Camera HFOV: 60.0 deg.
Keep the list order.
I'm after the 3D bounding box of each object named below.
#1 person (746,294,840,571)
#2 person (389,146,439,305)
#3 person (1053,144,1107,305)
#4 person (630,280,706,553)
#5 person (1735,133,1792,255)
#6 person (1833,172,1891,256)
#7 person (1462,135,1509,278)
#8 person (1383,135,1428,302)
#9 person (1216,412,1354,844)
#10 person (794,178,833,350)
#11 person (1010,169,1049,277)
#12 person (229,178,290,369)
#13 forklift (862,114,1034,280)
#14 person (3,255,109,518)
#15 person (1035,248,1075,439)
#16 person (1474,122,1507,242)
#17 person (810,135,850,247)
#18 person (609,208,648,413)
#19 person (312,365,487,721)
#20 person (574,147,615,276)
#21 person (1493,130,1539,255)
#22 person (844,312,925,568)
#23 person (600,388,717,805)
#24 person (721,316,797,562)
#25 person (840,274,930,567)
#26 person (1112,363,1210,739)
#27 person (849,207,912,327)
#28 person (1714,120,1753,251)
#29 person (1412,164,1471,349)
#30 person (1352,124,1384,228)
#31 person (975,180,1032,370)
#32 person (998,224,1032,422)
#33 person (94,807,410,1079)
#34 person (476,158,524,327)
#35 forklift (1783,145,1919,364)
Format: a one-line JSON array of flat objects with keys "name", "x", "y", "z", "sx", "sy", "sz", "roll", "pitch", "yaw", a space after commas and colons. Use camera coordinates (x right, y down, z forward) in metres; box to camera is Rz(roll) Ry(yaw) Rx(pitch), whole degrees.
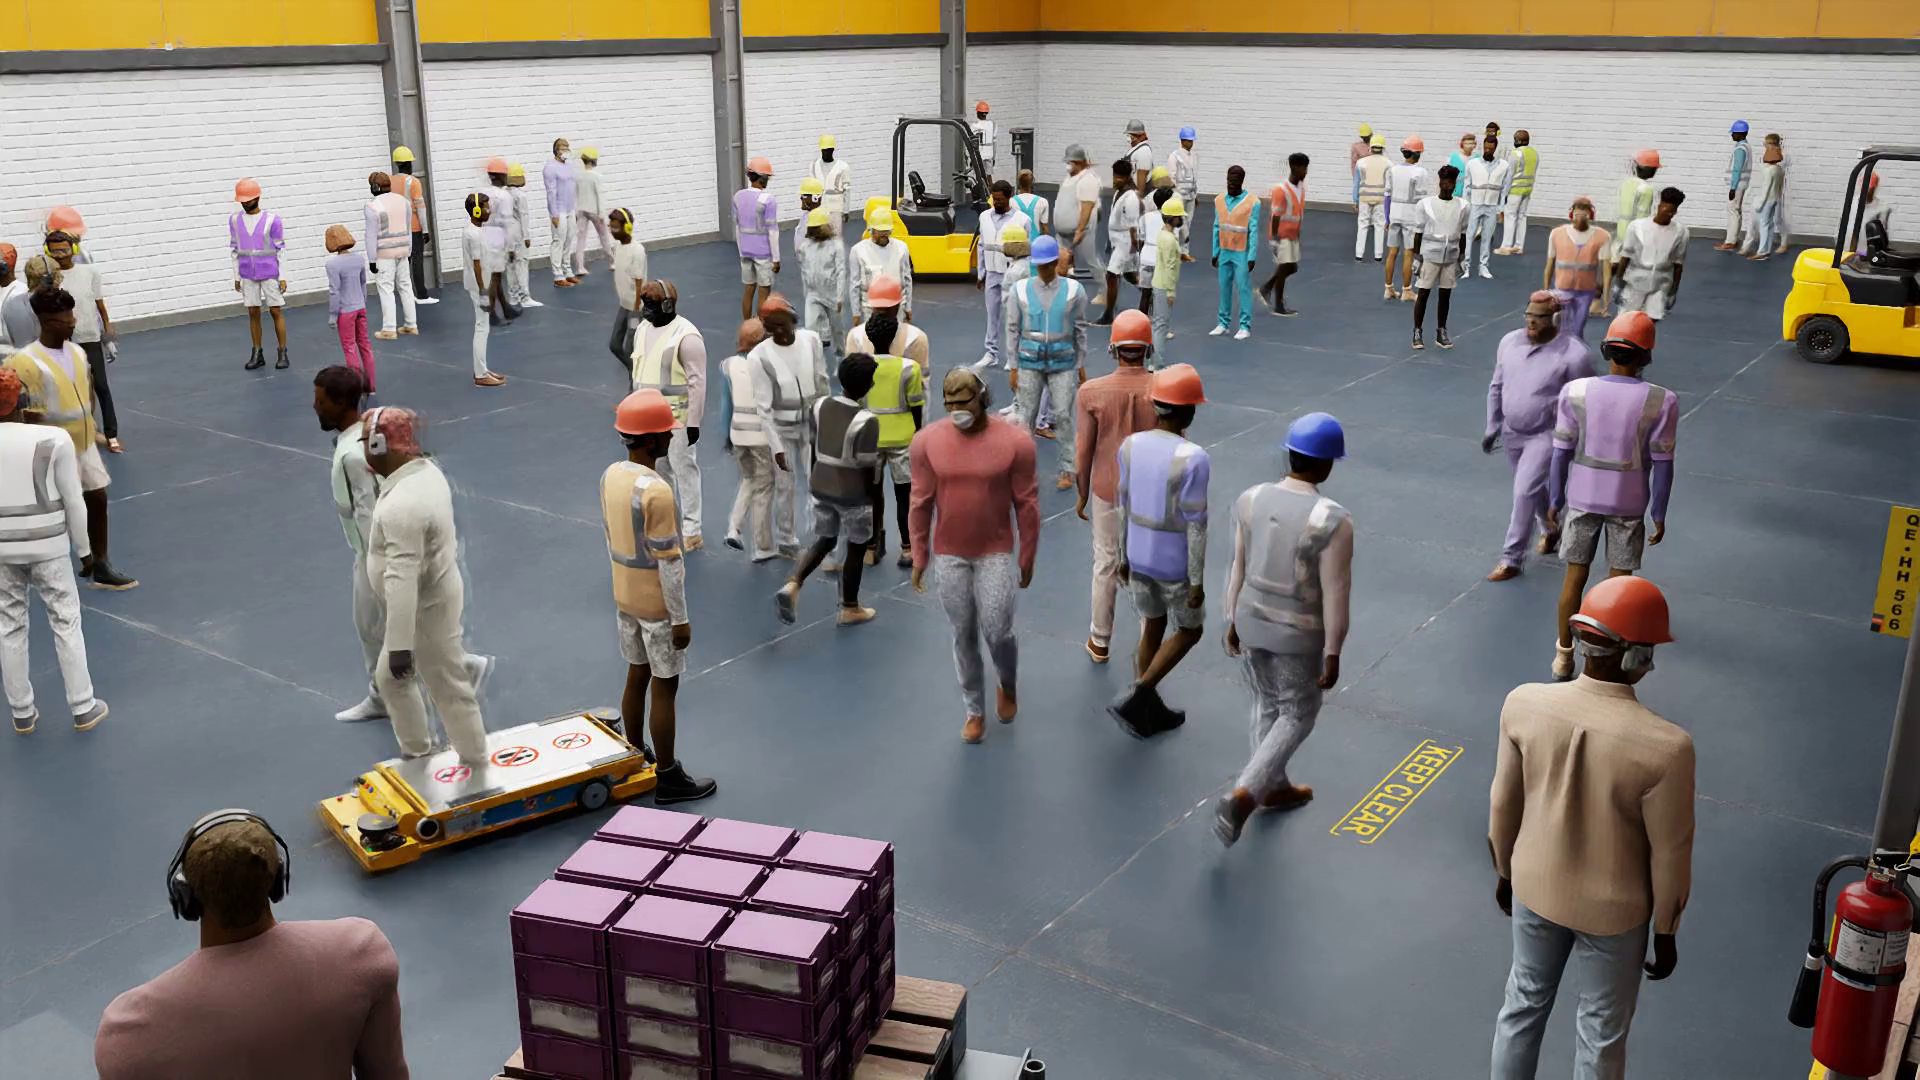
[{"name": "person", "x": -1.040, "y": -0.675, "z": 10.708, "sx": 0.661, "sy": 1.832, "sz": 0.735, "roll": -10, "pitch": 20, "yaw": -28}, {"name": "person", "x": -6.805, "y": -3.876, "z": 20.559, "sx": 0.587, "sy": 1.930, "sz": 0.360, "roll": 9, "pitch": 20, "yaw": 25}, {"name": "person", "x": 1.472, "y": -3.875, "z": 20.376, "sx": 0.980, "sy": 2.000, "sz": 0.681, "roll": -10, "pitch": 20, "yaw": -29}, {"name": "person", "x": -1.972, "y": -0.827, "z": 11.164, "sx": 0.636, "sy": 1.841, "sz": 0.429, "roll": 15, "pitch": 23, "yaw": 40}, {"name": "person", "x": 12.094, "y": -5.140, "z": 24.750, "sx": 0.970, "sy": 1.803, "sz": 0.510, "roll": -8, "pitch": 19, "yaw": -24}, {"name": "person", "x": 10.630, "y": -3.477, "z": 19.615, "sx": 0.597, "sy": 1.734, "sz": 0.572, "roll": -13, "pitch": 22, "yaw": -36}, {"name": "person", "x": 7.118, "y": -4.527, "z": 22.620, "sx": 0.590, "sy": 1.917, "sz": 0.395, "roll": 0, "pitch": 18, "yaw": 0}, {"name": "person", "x": 5.573, "y": -4.007, "z": 20.785, "sx": 0.395, "sy": 2.044, "sz": 0.609, "roll": -13, "pitch": 22, "yaw": -36}, {"name": "person", "x": 1.362, "y": 0.401, "z": 7.215, "sx": 0.753, "sy": 1.915, "sz": 0.648, "roll": -14, "pitch": 23, "yaw": -38}, {"name": "person", "x": -1.572, "y": -2.954, "z": 17.833, "sx": 0.403, "sy": 1.833, "sz": 0.586, "roll": -9, "pitch": 20, "yaw": -26}, {"name": "person", "x": 0.737, "y": -3.219, "z": 18.644, "sx": 0.509, "sy": 1.842, "sz": 0.329, "roll": -1, "pitch": 18, "yaw": -4}, {"name": "person", "x": -7.093, "y": -2.684, "z": 16.837, "sx": 0.542, "sy": 1.927, "sz": 0.374, "roll": -1, "pitch": 18, "yaw": -2}, {"name": "forklift", "x": -0.171, "y": -4.594, "z": 22.377, "sx": 2.313, "sy": 2.155, "sz": 1.214, "roll": 1, "pitch": 18, "yaw": 3}, {"name": "person", "x": -6.351, "y": -1.033, "z": 11.678, "sx": 0.641, "sy": 1.927, "sz": 0.386, "roll": 9, "pitch": 20, "yaw": 26}, {"name": "person", "x": 0.816, "y": -1.678, "z": 14.181, "sx": 0.285, "sy": 1.624, "sz": 0.499, "roll": 7, "pitch": 19, "yaw": 20}, {"name": "person", "x": 8.289, "y": -5.615, "z": 26.119, "sx": 0.333, "sy": 1.860, "sz": 0.509, "roll": -16, "pitch": 24, "yaw": -41}, {"name": "person", "x": -1.775, "y": -4.505, "z": 22.530, "sx": 0.584, "sy": 1.928, "sz": 0.374, "roll": 5, "pitch": 18, "yaw": 14}, {"name": "person", "x": -2.990, "y": -2.092, "z": 15.111, "sx": 0.578, "sy": 1.851, "sz": 0.588, "roll": -13, "pitch": 22, "yaw": -36}, {"name": "person", "x": -2.854, "y": 0.035, "z": 8.396, "sx": 0.689, "sy": 1.897, "sz": 0.607, "roll": -5, "pitch": 18, "yaw": -15}, {"name": "person", "x": -5.054, "y": -4.544, "z": 22.972, "sx": 0.541, "sy": 1.722, "sz": 0.886, "roll": 9, "pitch": 20, "yaw": 26}, {"name": "person", "x": 8.301, "y": -5.176, "z": 24.791, "sx": 0.631, "sy": 1.833, "sz": 0.429, "roll": -12, "pitch": 21, "yaw": -33}, {"name": "person", "x": -0.493, "y": -0.646, "z": 10.833, "sx": 0.531, "sy": 1.698, "sz": 0.320, "roll": -1, "pitch": 18, "yaw": -2}, {"name": "person", "x": -1.396, "y": 0.263, "z": 7.601, "sx": 0.355, "sy": 1.939, "sz": 0.543, "roll": -14, "pitch": 23, "yaw": -38}, {"name": "person", "x": -1.327, "y": -0.653, "z": 10.976, "sx": 0.532, "sy": 1.629, "sz": 0.362, "roll": 12, "pitch": 21, "yaw": 32}, {"name": "person", "x": -0.491, "y": -0.780, "z": 10.890, "sx": 0.569, "sy": 1.929, "sz": 0.408, "roll": 4, "pitch": 18, "yaw": 13}, {"name": "person", "x": 0.972, "y": 0.092, "z": 8.161, "sx": 0.531, "sy": 1.920, "sz": 0.566, "roll": -15, "pitch": 23, "yaw": -39}, {"name": "person", "x": -0.719, "y": -2.162, "z": 15.378, "sx": 0.602, "sy": 1.821, "sz": 0.403, "roll": -7, "pitch": 19, "yaw": -20}, {"name": "person", "x": 11.757, "y": -5.371, "z": 25.225, "sx": 0.412, "sy": 1.938, "sz": 0.610, "roll": 10, "pitch": 20, "yaw": 29}, {"name": "person", "x": 5.158, "y": -3.040, "z": 17.884, "sx": 0.602, "sy": 1.967, "sz": 0.368, "roll": -1, "pitch": 18, "yaw": -4}, {"name": "person", "x": 6.816, "y": -6.063, "z": 27.739, "sx": 0.601, "sy": 1.707, "sz": 0.780, "roll": 2, "pitch": 18, "yaw": 5}, {"name": "person", "x": 0.442, "y": -2.687, "z": 16.873, "sx": 0.587, "sy": 1.911, "sz": 0.393, "roll": 10, "pitch": 20, "yaw": 29}, {"name": "person", "x": 0.484, "y": -1.921, "z": 14.744, "sx": 0.295, "sy": 1.745, "sz": 0.486, "roll": 2, "pitch": 18, "yaw": 5}, {"name": "person", "x": -1.538, "y": 1.492, "z": 3.757, "sx": 0.630, "sy": 1.940, "sz": 0.372, "roll": -15, "pitch": 23, "yaw": -39}, {"name": "person", "x": -5.326, "y": -3.450, "z": 19.307, "sx": 0.572, "sy": 1.894, "sz": 0.775, "roll": 12, "pitch": 21, "yaw": 33}, {"name": "forklift", "x": 9.803, "y": -2.879, "z": 17.013, "sx": 2.313, "sy": 2.155, "sz": 1.214, "roll": 12, "pitch": 21, "yaw": 33}]
